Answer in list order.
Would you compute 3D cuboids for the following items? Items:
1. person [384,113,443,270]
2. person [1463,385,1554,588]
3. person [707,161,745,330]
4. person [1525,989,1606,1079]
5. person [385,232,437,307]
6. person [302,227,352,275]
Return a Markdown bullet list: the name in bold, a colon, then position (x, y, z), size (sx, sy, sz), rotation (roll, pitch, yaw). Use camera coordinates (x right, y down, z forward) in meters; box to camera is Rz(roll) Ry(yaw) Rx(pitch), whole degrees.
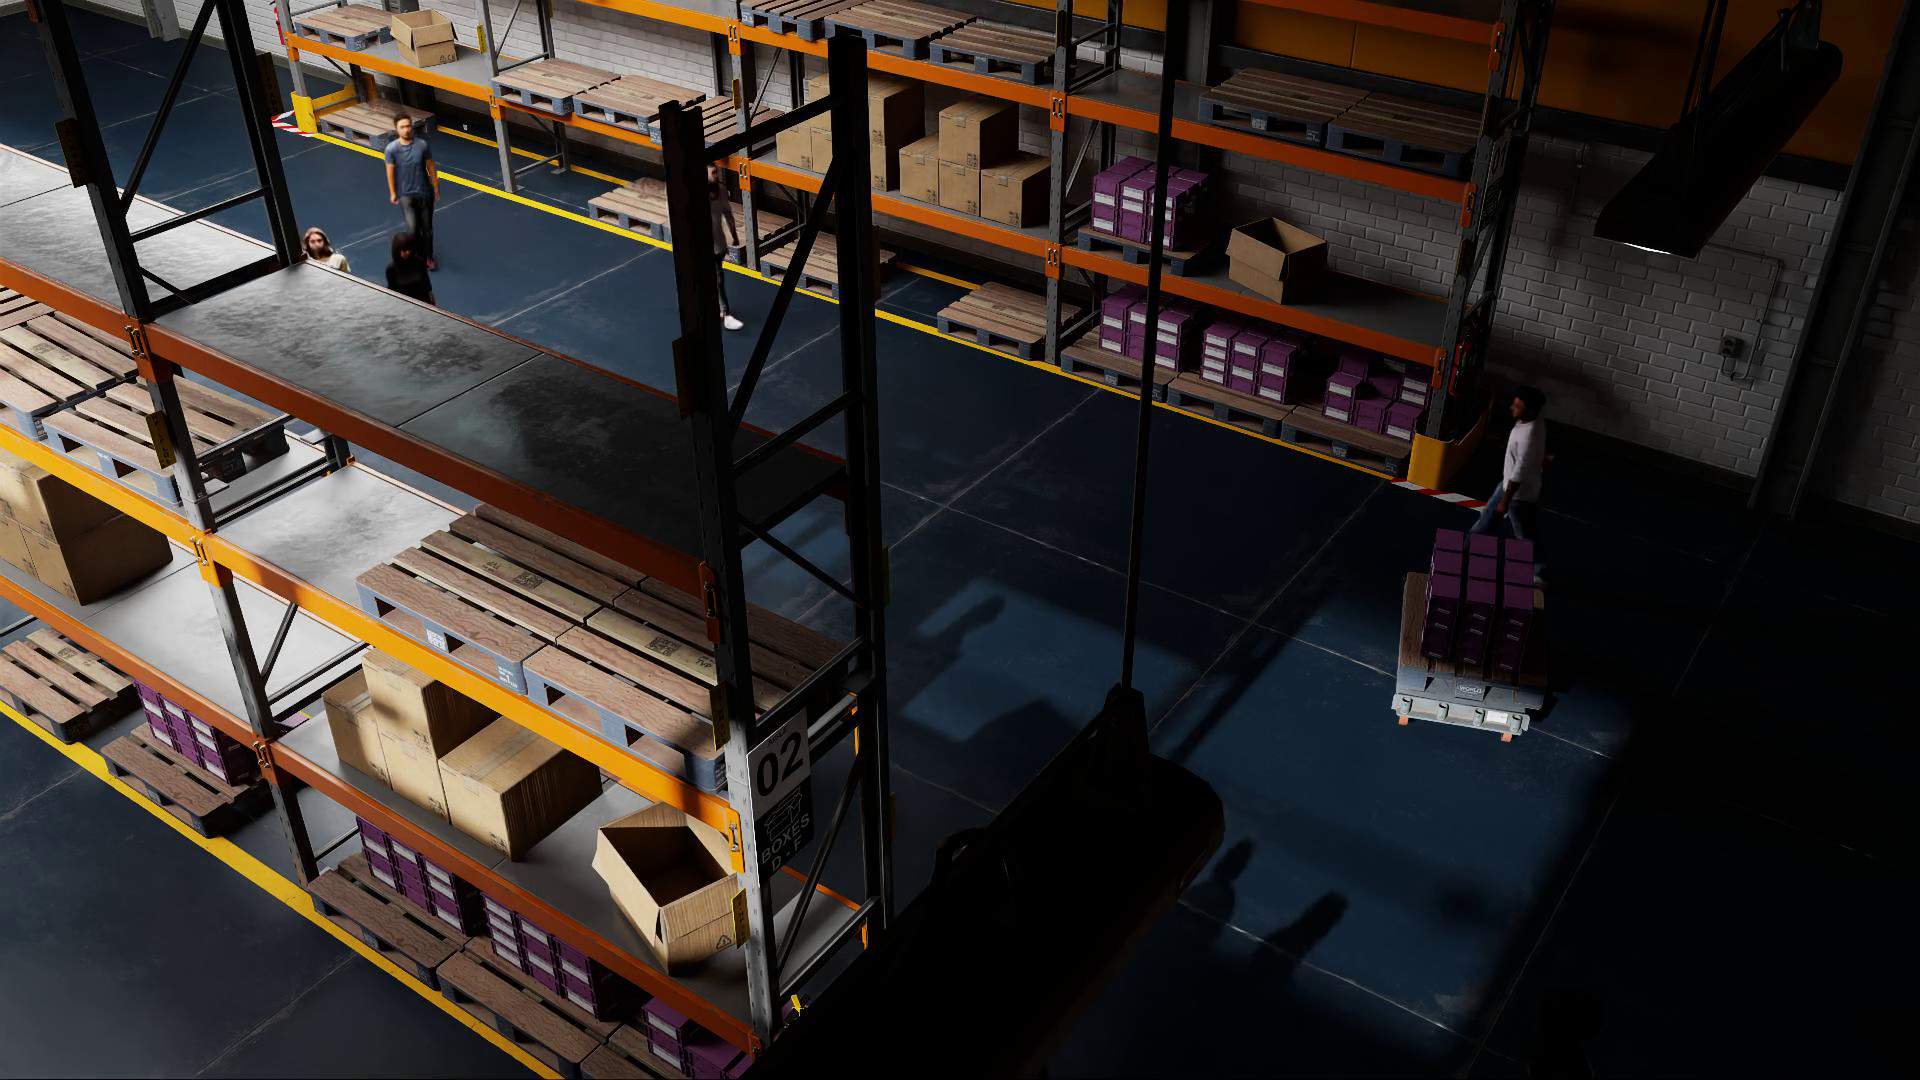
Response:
- **person**: position (-6.061, -3.875, 18.433), size (0.793, 1.801, 0.794), rotation (-17, 37, -23)
- **person**: position (4.541, -0.383, 13.226), size (1.246, 1.750, 0.880), rotation (11, 35, 16)
- **person**: position (-2.647, -3.115, 17.277), size (0.912, 1.815, 0.699), rotation (21, 39, 28)
- **person**: position (2.940, 2.888, 8.317), size (0.762, 1.736, 0.708), rotation (-4, 34, -6)
- **person**: position (-5.321, -2.263, 16.163), size (0.729, 1.630, 0.788), rotation (-19, 38, -26)
- **person**: position (-6.061, -2.229, 16.036), size (0.836, 1.712, 0.957), rotation (-17, 37, -23)
